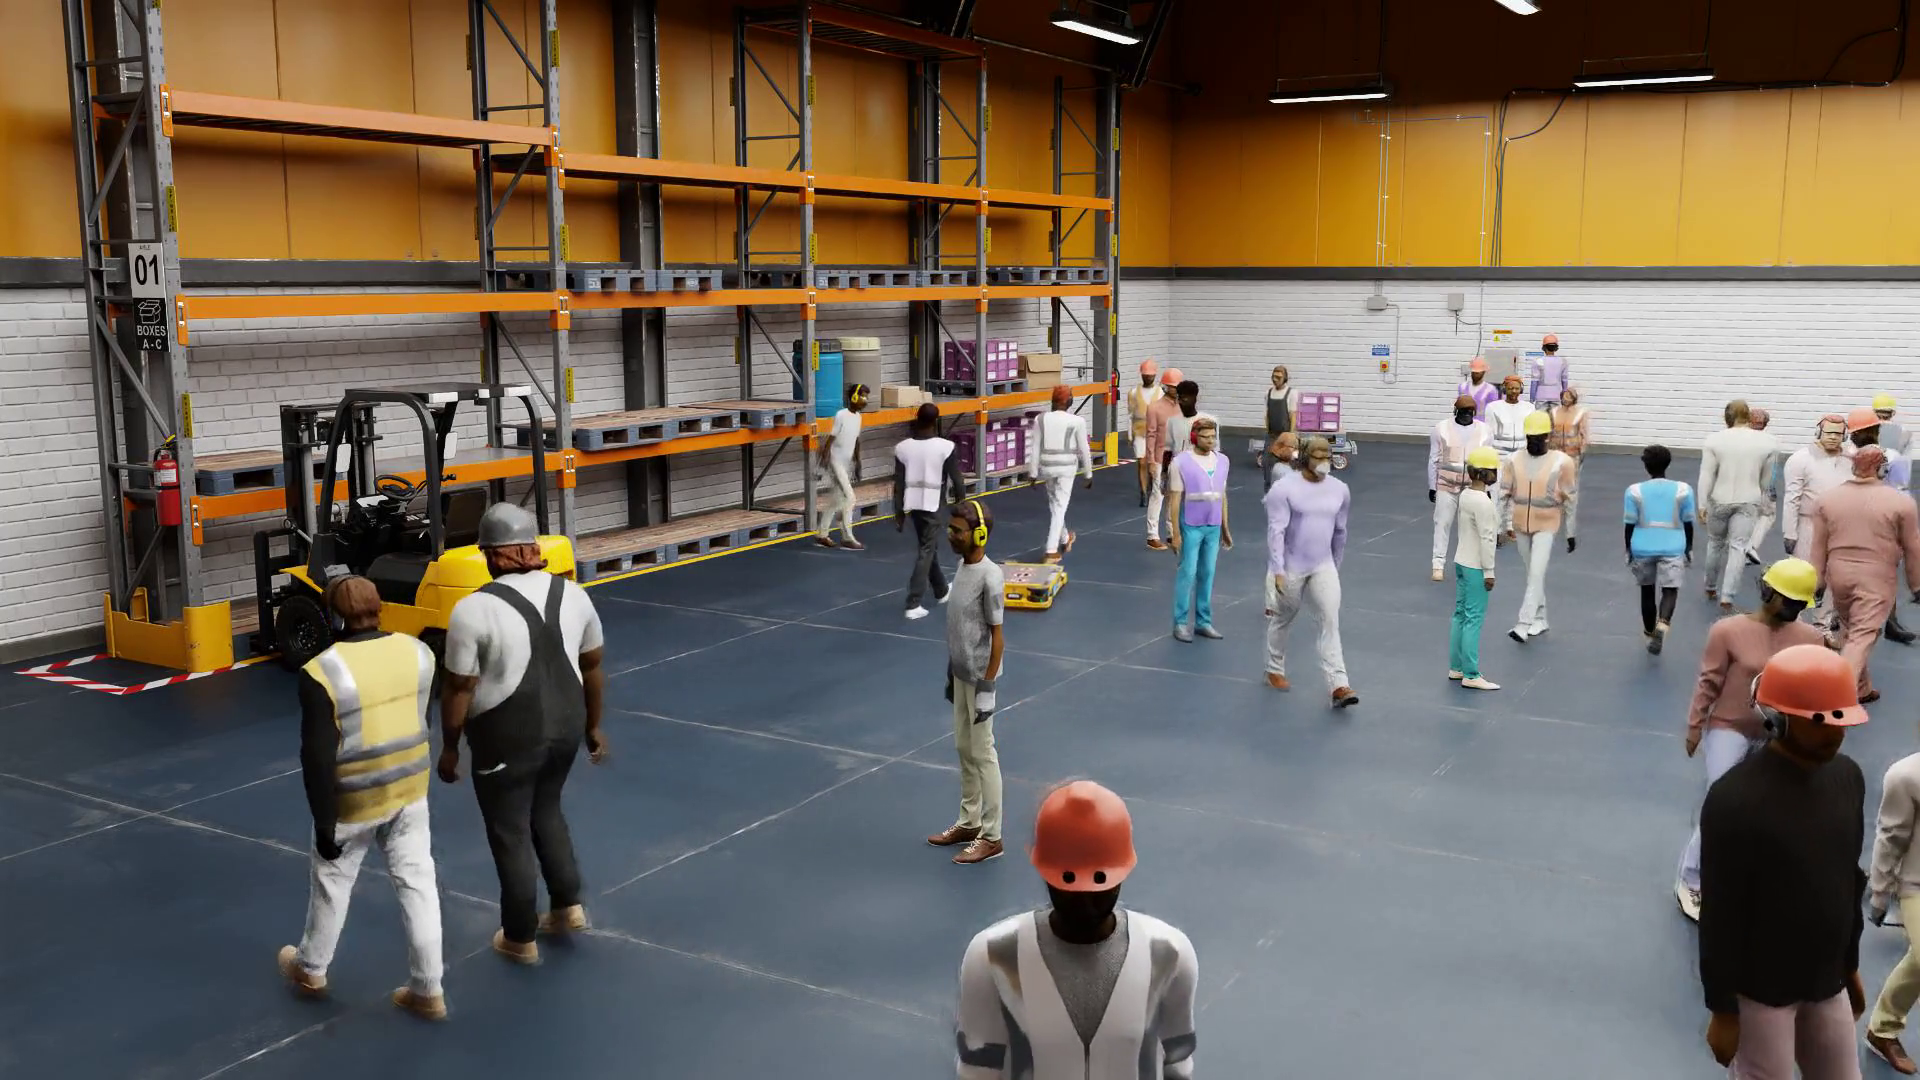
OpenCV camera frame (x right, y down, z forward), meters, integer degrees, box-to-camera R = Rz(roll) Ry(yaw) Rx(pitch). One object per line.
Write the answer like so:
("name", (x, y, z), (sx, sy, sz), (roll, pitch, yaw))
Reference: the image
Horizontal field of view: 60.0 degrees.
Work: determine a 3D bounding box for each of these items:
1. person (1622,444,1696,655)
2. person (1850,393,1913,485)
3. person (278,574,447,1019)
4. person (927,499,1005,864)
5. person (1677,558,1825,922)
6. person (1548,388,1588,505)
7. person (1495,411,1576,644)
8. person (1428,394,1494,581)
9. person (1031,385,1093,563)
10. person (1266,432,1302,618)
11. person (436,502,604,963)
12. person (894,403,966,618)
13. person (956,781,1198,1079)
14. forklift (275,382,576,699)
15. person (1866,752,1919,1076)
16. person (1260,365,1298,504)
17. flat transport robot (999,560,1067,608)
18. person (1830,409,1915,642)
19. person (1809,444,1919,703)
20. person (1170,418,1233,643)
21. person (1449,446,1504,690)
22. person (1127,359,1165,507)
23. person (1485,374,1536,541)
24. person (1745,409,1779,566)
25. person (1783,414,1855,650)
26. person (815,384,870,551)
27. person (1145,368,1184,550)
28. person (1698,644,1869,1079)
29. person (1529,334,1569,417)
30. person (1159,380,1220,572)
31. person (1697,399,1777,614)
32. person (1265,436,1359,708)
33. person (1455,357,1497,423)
("person", (5.468, 0.087, 13.045), (0.544, 1.675, 0.676), (4, 10, 25))
("person", (9.418, -0.608, 17.049), (0.600, 1.800, 0.884), (2, 9, 10))
("person", (-2.473, 1.025, 6.799), (0.918, 1.799, 0.654), (7, 11, 37))
("person", (0.049, 0.715, 8.538), (0.328, 1.874, 0.512), (-4, 10, -23))
("person", (3.680, 0.925, 7.718), (0.570, 1.716, 0.580), (0, 9, 1))
("person", (7.533, -1.092, 20.674), (0.534, 1.582, 0.875), (8, 12, 39))
("person", (4.636, -0.100, 13.562), (0.616, 1.882, 0.955), (8, 12, 42))
("person", (4.898, -0.508, 16.284), (0.621, 1.839, 0.429), (1, 9, 8))
("person", (1.105, -0.713, 17.553), (0.609, 1.834, 0.972), (5, 10, 26))
("person", (2.833, -0.131, 14.560), (0.277, 1.631, 0.507), (2, 9, 15))
("person", (-1.941, 0.825, 7.324), (0.542, 2.000, 0.712), (8, 12, 40))
("person", (-0.251, -0.279, 14.777), (0.588, 1.863, 1.016), (5, 10, 29))
("person", (0.262, 1.446, 3.887), (0.554, 1.912, 0.863), (0, 9, -2))
("forklift", (-3.974, -0.067, 12.417), (2.313, 2.155, 1.214), (5, 11, 30))
("person", (3.541, 1.278, 5.956), (0.501, 1.576, 0.900), (-1, 9, -5))
("person", (4.127, -1.344, 21.549), (0.529, 1.826, 0.591), (8, 12, 40))
("flat transport robot", (0.585, 0.402, 15.474), (0.652, 0.197, 1.431), (2, 9, 10))
("person", (7.565, -0.116, 13.676), (0.380, 1.900, 0.795), (-6, 11, -32))
("person", (6.138, 0.279, 11.323), (1.003, 1.863, 0.655), (-7, 11, -36))
("person", (1.964, -0.094, 13.679), (0.576, 1.842, 0.380), (-5, 11, -31))
("person", (3.765, 0.197, 12.101), (0.307, 1.770, 0.525), (0, 9, -2))
("person", (2.426, -1.385, 21.514), (0.546, 1.923, 0.520), (1, 9, 9))
("person", (6.168, -0.920, 18.713), (0.583, 1.880, 0.337), (0, 9, -1))
("person", (8.154, -0.534, 17.080), (0.363, 1.619, 0.534), (-6, 11, -31))
("person", (6.882, -0.056, 13.257), (0.645, 1.903, 0.400), (-1, 9, -8))
("person", (-1.260, -0.793, 18.152), (0.798, 1.805, 0.551), (3, 10, 20))
("person", (2.291, -0.881, 18.155), (0.618, 1.985, 0.408), (-6, 11, -35))
("person", (2.350, 1.255, 4.820), (0.644, 1.981, 0.566), (-5, 10, -26))
("person", (9.412, -2.274, 26.661), (0.615, 2.040, 0.391), (0, 9, -2))
("person", (2.290, -0.637, 16.739), (0.631, 1.942, 0.574), (8, 12, 41))
("person", (6.952, -0.321, 14.965), (0.629, 1.874, 1.013), (3, 10, 19))
("person", (2.444, 0.213, 11.649), (0.653, 1.881, 1.037), (-2, 9, -12))
("person", (6.860, -1.484, 22.104), (0.601, 1.922, 0.556), (-9, 13, -43))
